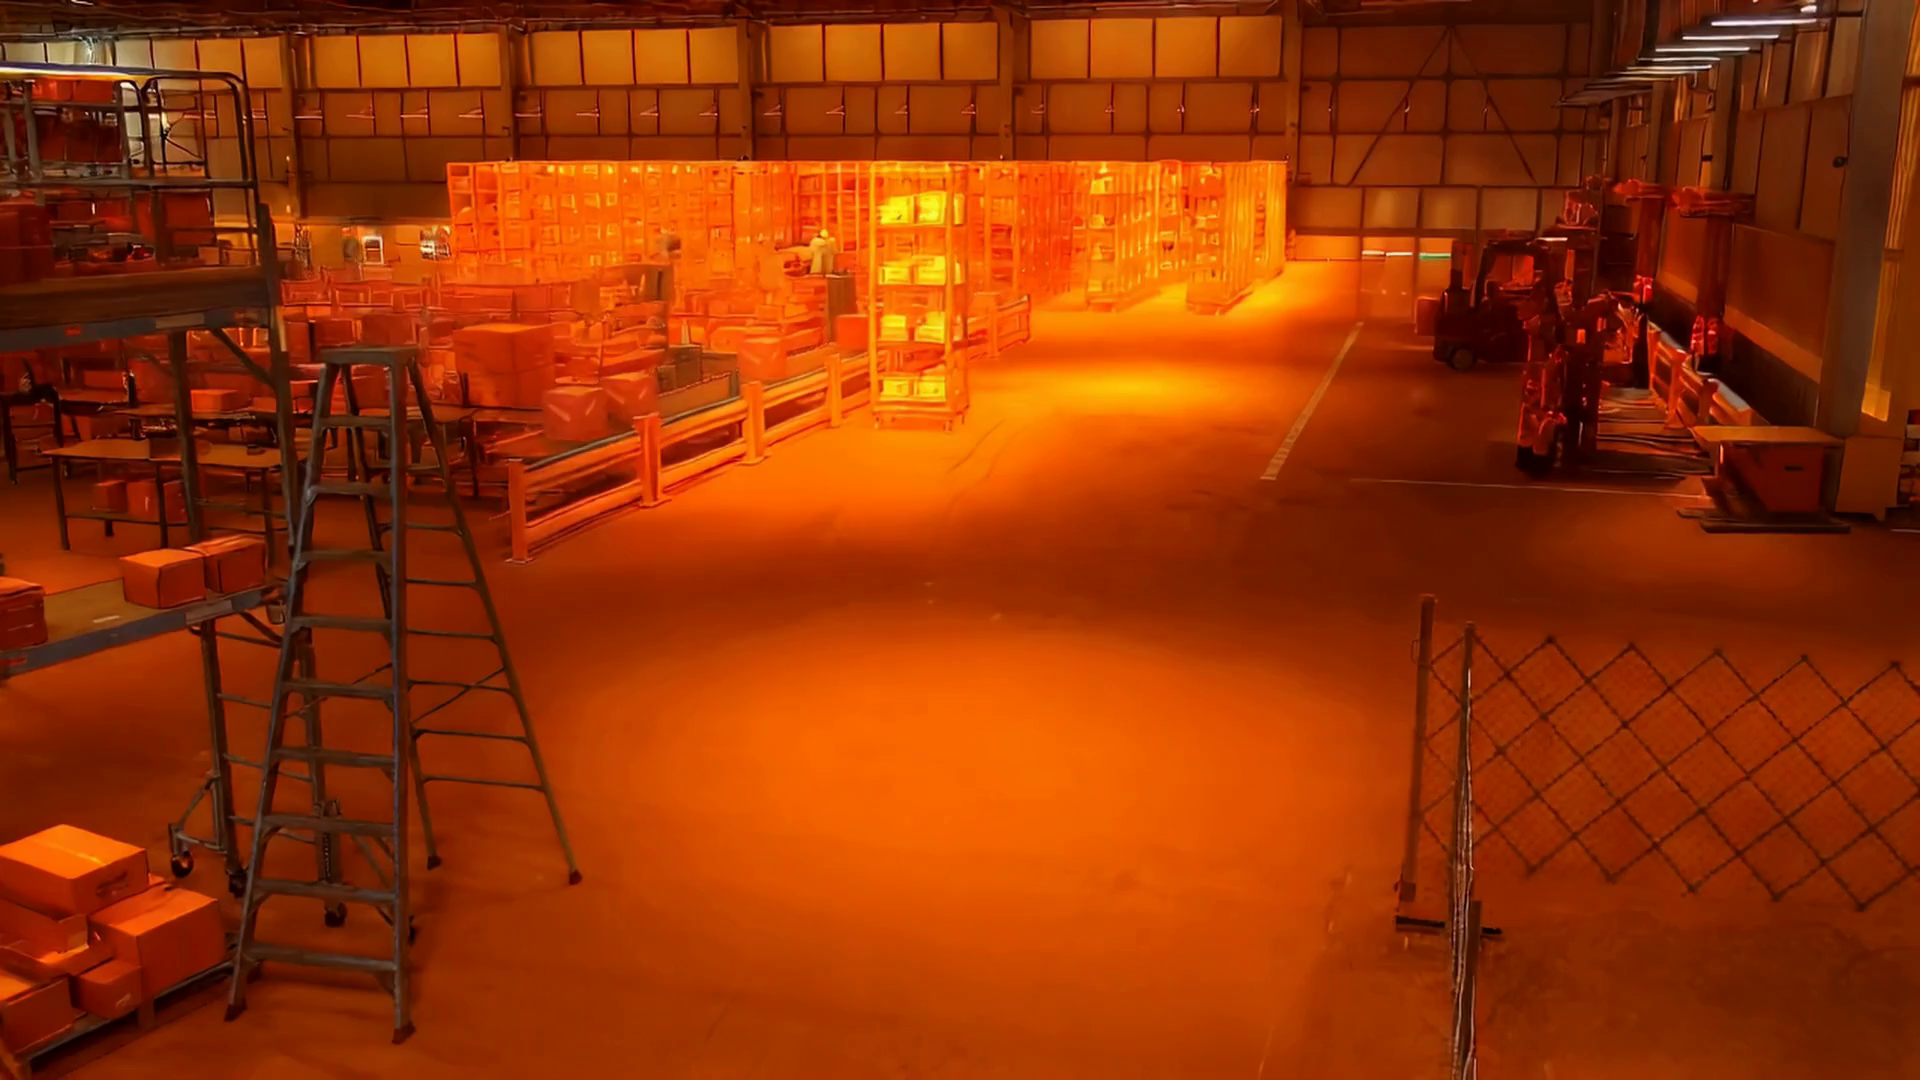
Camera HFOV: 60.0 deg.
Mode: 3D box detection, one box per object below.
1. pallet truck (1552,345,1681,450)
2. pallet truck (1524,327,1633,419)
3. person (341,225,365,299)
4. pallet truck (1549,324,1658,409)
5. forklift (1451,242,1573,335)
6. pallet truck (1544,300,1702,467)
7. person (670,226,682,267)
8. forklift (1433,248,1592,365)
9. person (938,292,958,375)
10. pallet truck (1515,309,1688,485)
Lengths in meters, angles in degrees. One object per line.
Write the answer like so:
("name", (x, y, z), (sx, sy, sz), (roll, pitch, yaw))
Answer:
("pallet truck", (8.641, -1.896, 21.908), (1.630, 1.274, 0.653), (4, 14, 16))
("pallet truck", (9.065, -2.460, 24.370), (1.522, 1.261, 0.704), (3, 13, 14))
("person", (-16.099, -7.363, 44.122), (0.621, 1.935, 0.427), (7, 15, 28))
("pallet truck", (9.824, -2.669, 25.407), (1.601, 1.201, 0.680), (4, 14, 16))
("forklift", (10.464, -4.597, 31.405), (2.680, 1.987, 1.157), (4, 14, 16))
("pallet truck", (8.263, -1.952, 20.631), (1.885, 1.965, 0.823), (5, 14, 20))
("person", (-8.271, -8.101, 47.695), (0.661, 1.781, 0.929), (0, 13, -1))
("forklift", (9.780, -4.111, 29.280), (2.680, 1.987, 1.157), (3, 13, 14))
("person", (-0.235, -3.532, 27.354), (0.389, 2.045, 0.606), (0, 13, 0))
("pallet truck", (7.554, -1.677, 19.446), (1.885, 1.965, 0.823), (3, 13, 14))
